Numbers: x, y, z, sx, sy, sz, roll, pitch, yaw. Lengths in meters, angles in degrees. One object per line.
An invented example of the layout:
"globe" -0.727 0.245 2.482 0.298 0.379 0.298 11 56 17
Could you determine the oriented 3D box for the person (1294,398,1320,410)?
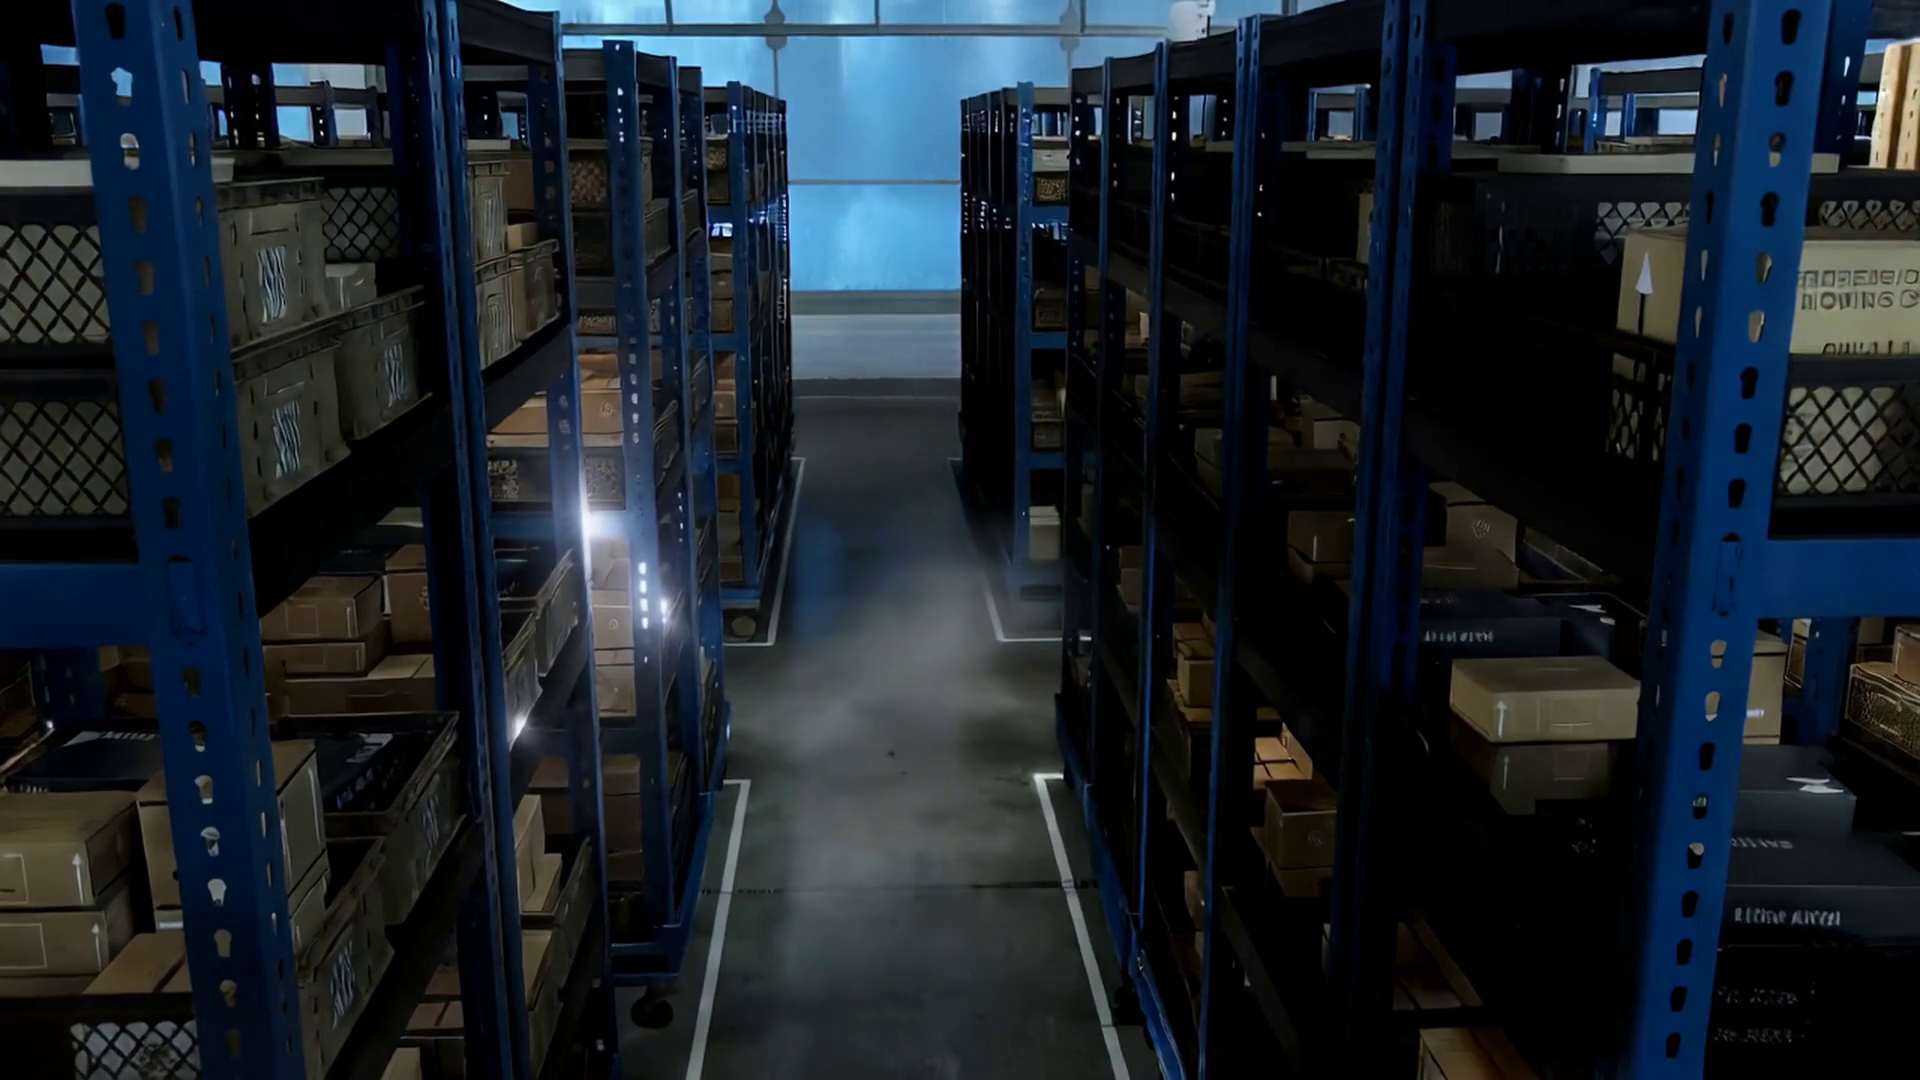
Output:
"person" 1.948 0.086 9.622 0.591 1.833 0.404 -9 17 -33
